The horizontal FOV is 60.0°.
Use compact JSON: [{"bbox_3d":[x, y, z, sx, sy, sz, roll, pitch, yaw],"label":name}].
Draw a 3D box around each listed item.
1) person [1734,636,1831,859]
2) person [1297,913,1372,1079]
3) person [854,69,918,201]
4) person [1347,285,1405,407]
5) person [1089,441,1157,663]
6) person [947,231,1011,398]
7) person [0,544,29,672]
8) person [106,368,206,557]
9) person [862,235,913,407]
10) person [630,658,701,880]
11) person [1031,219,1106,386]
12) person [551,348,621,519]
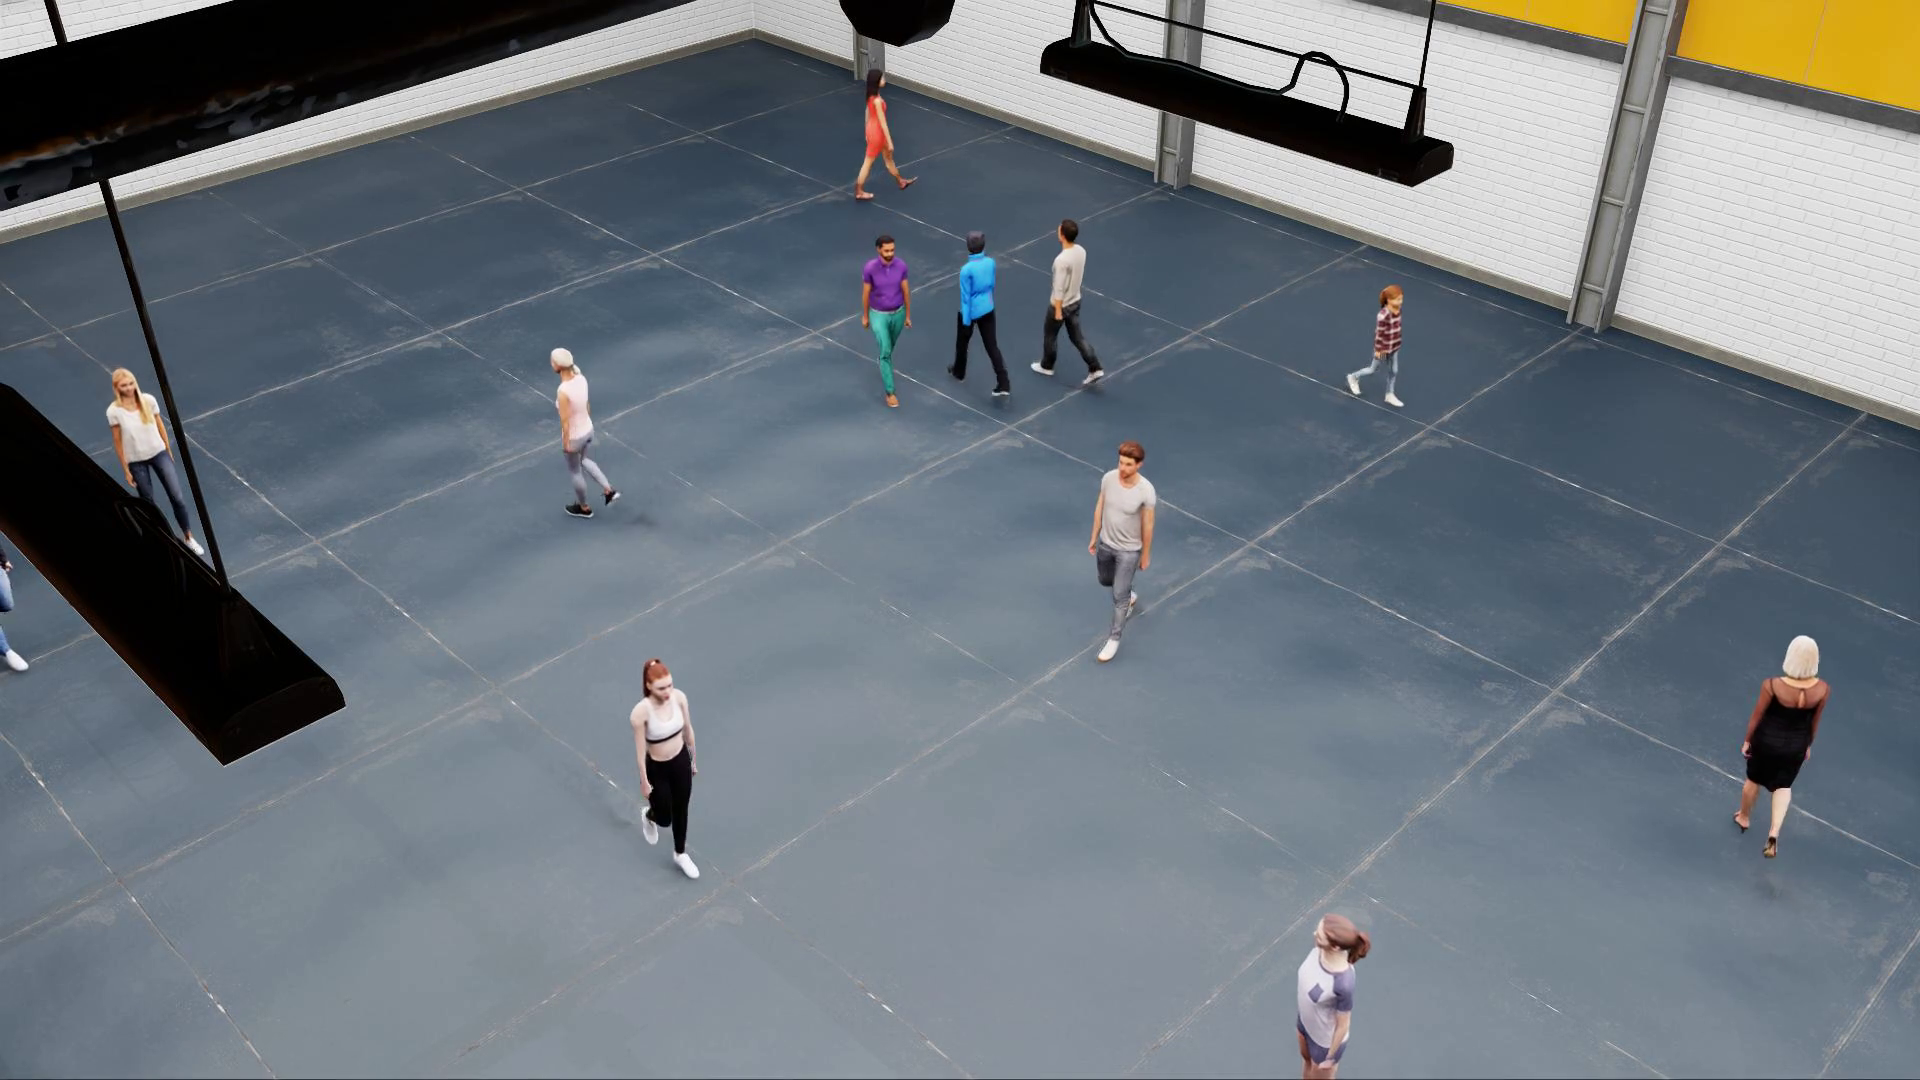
[{"bbox_3d":[5.594,1.448,11.322,0.931,1.732,0.917,8,34,12],"label":"person"},{"bbox_3d":[2.042,2.739,9.351,0.733,1.765,0.651,-4,34,-6],"label":"person"},{"bbox_3d":[-1.157,-5.137,21.287,1.023,1.668,1.133,-10,35,-14],"label":"person"},{"bbox_3d":[4.274,-2.006,16.920,0.553,1.288,0.869,-26,42,-34],"label":"person"},{"bbox_3d":[1.317,0.002,13.361,0.977,1.884,0.799,24,40,31],"label":"person"},{"bbox_3d":[0.248,-2.252,16.871,0.771,1.753,1.251,-21,39,-28],"label":"person"},{"bbox_3d":[-7.818,0.276,13.187,0.994,1.620,0.813,16,37,22],"label":"person"},{"bbox_3d":[-7.134,-0.715,14.523,0.669,1.792,0.870,-21,39,-29],"label":"person"},{"bbox_3d":[-0.765,-2.327,17.012,0.983,1.721,1.273,-11,35,-16],"label":"person"},{"bbox_3d":[-2.030,1.509,11.230,0.620,1.733,0.822,-25,41,-33],"label":"person"},{"bbox_3d":[1.169,-2.405,17.076,1.149,1.779,0.763,23,40,31],"label":"person"},{"bbox_3d":[-3.366,-0.942,14.932,0.861,1.717,0.731,12,36,18],"label":"person"}]
